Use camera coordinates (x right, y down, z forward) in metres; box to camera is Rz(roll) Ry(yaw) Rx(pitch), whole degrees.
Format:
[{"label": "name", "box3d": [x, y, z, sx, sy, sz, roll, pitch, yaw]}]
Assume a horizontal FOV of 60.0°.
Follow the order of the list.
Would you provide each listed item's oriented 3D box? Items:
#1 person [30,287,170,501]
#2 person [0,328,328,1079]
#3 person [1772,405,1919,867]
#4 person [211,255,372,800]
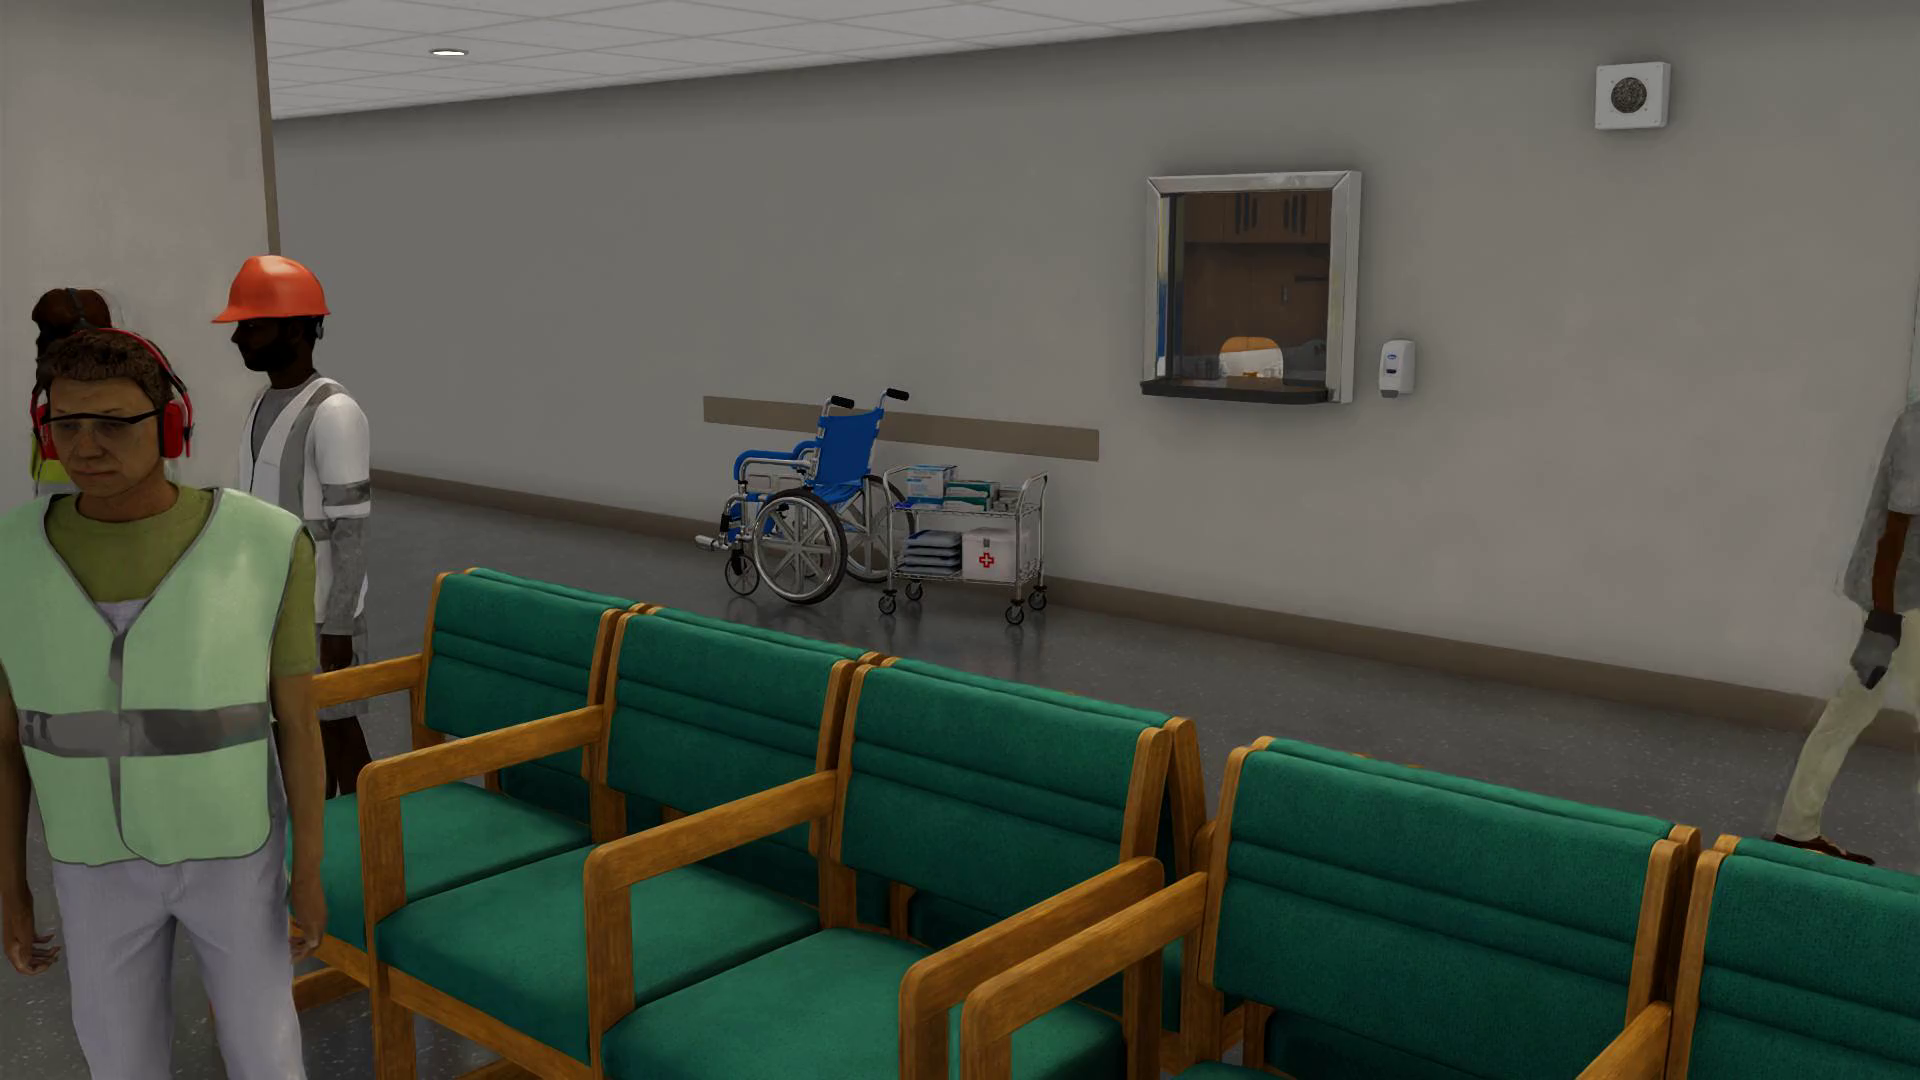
[{"label": "person", "box3d": [-3.078, 0.033, 5.837, 0.636, 1.818, 0.614, 9, 13, 41]}, {"label": "person", "box3d": [-1.373, 0.551, 2.881, 0.559, 1.836, 0.399, -2, 10, -11]}, {"label": "person", "box3d": [2.822, 0.218, 4.877, 0.840, 1.801, 0.541, 9, 13, 41]}, {"label": "person", "box3d": [-1.878, 0.171, 4.735, 0.542, 1.938, 0.357, 9, 13, 42]}]
